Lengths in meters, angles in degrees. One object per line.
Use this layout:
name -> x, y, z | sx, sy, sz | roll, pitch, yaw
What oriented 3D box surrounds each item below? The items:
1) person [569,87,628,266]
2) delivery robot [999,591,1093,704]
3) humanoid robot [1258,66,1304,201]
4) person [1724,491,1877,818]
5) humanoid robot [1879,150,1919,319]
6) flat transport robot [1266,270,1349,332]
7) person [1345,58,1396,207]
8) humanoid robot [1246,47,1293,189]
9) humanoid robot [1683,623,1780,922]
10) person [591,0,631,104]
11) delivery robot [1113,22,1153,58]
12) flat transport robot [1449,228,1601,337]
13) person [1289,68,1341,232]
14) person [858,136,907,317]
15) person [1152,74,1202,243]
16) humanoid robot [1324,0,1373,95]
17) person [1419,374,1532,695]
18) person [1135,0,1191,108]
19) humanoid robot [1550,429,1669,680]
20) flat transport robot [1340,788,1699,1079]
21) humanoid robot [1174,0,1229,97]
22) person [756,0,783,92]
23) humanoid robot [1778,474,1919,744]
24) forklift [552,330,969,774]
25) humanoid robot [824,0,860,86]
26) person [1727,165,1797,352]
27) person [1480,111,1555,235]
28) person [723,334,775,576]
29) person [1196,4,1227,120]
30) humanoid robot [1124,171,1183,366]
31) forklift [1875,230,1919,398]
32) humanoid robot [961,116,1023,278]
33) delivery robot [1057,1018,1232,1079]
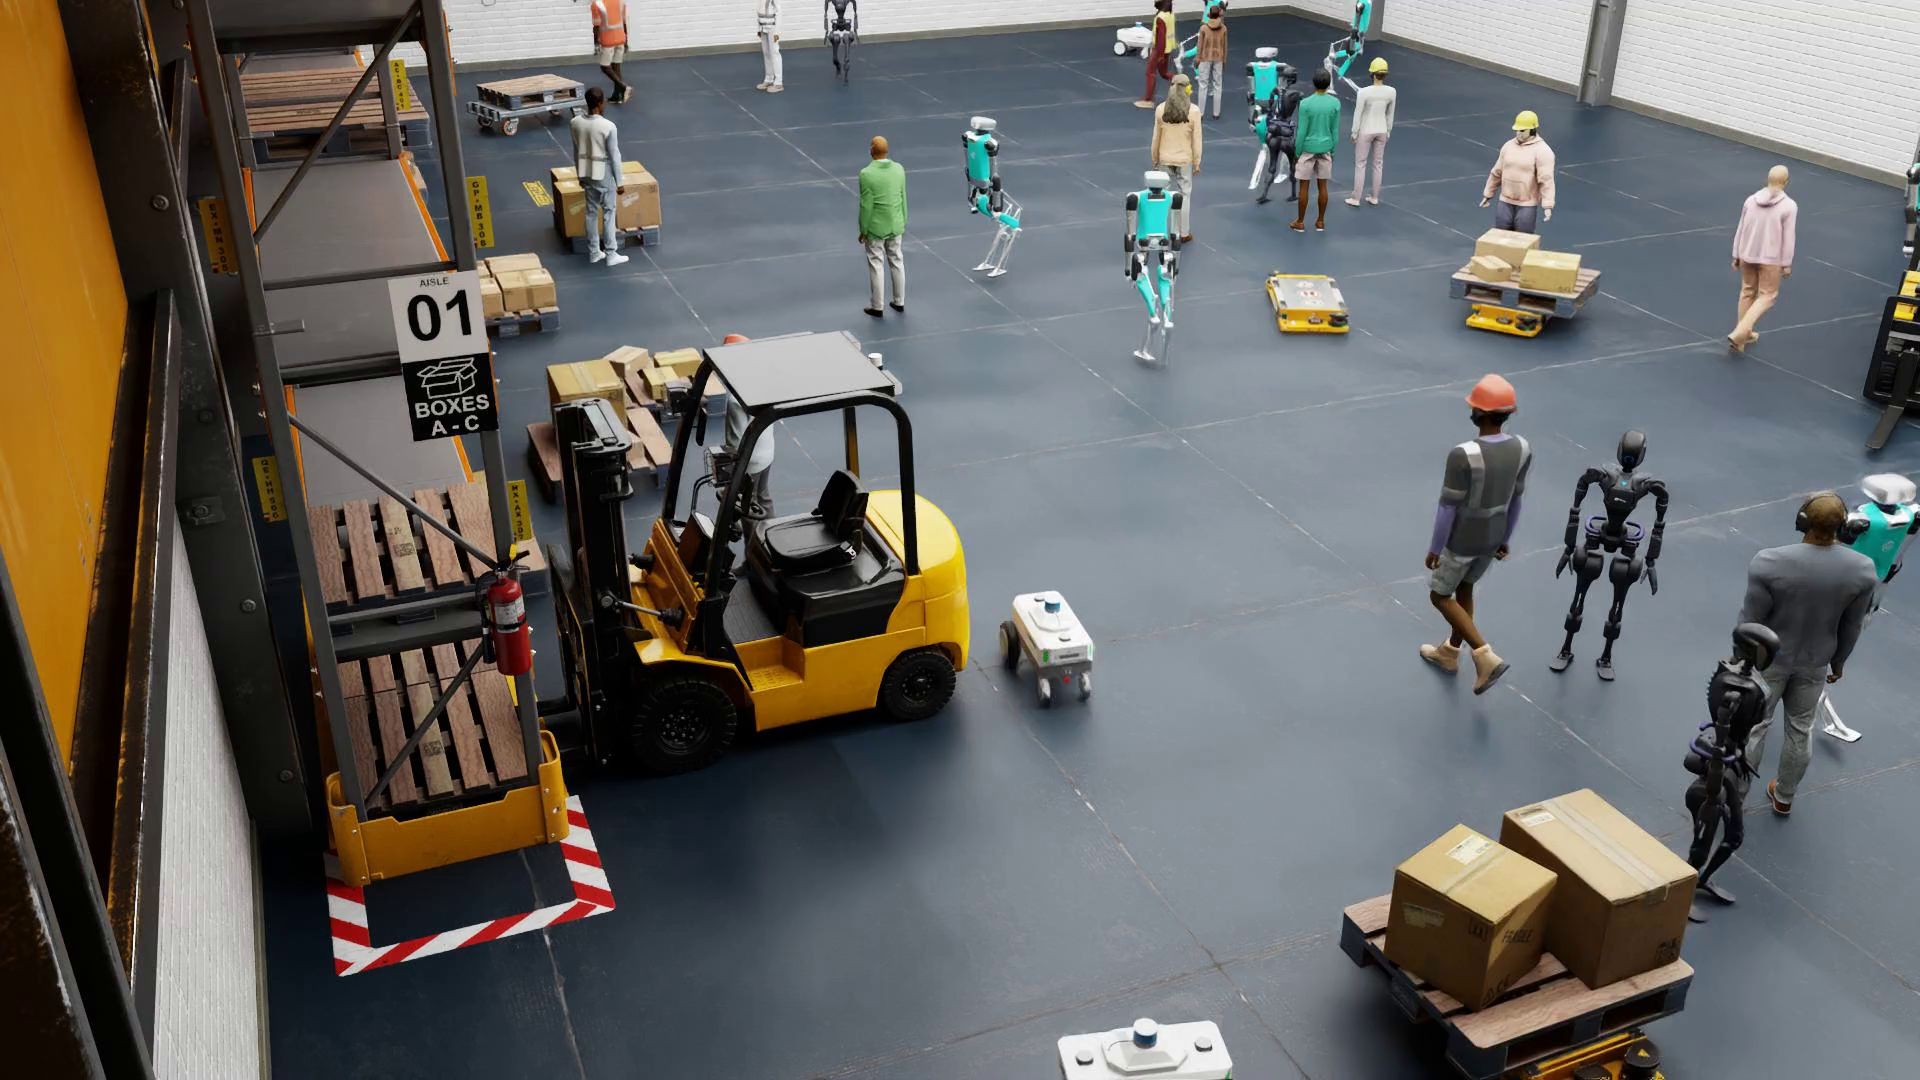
person -> -3.898, -3.912, 17.949 | 0.594, 1.909, 0.410 | 13, 29, 24
delivery robot -> 0.567, 0.620, 10.441 | 0.499, 0.598, 0.777 | -7, 27, -13
humanoid robot -> 3.944, -4.952, 20.303 | 0.608, 1.649, 0.598 | -23, 35, -38
person -> 4.427, 0.625, 8.888 | 0.630, 1.940, 0.372 | 3, 27, 6
humanoid robot -> 9.463, -2.859, 16.057 | 0.537, 1.773, 0.856 | -15, 30, -27
flat transport robot -> 3.492, -2.404, 16.769 | 0.659, 0.231, 1.431 | 2, 27, 3
person -> 4.979, -4.928, 20.131 | 0.527, 1.760, 0.330 | -8, 28, -15
humanoid robot -> 3.960, -5.358, 21.046 | 0.573, 1.788, 0.880 | 16, 31, 29
humanoid robot -> 3.727, 1.138, 8.146 | 0.312, 1.648, 0.611 | 19, 32, 32
person -> -5.227, -7.526, 25.096 | 0.653, 1.944, 0.611 | 22, 34, 36
delivery robot -> 3.077, -8.720, 29.020 | 0.771, 0.600, 0.504 | 16, 31, 28
flat transport robot -> 5.636, -2.359, 16.680 | 0.659, 0.231, 1.431 | 16, 31, 29
person -> 4.089, -4.464, 19.107 | 0.505, 1.849, 0.390 | -3, 27, -6
person -> -0.771, -3.098, 16.464 | 0.548, 1.782, 0.383 | -18, 32, -31
person -> 2.428, -4.276, 18.706 | 0.563, 1.873, 0.390 | 9, 28, 17
humanoid robot -> 5.897, -7.549, 25.379 | 1.034, 1.729, 0.560 | 14, 30, 26
person -> 3.144, 0.000, 10.031 | 0.609, 2.028, 0.704 | -14, 30, -26
person -> 3.081, -7.366, 25.000 | 0.769, 1.744, 0.471 | 12, 29, 23
humanoid robot -> 4.006, 0.090, 10.229 | 0.599, 1.653, 0.315 | 12, 29, 22
flat transport robot -> 2.533, 2.115, 7.780 | 0.659, 0.231, 1.431 | -11, 29, -21
humanoid robot -> 3.638, -7.586, 25.516 | 1.079, 1.761, 0.540 | -12, 29, -23
person -> -3.007, -8.014, 26.132 | 0.350, 1.882, 0.575 | -18, 32, -31
humanoid robot -> 5.029, 0.314, 9.763 | 0.532, 1.737, 0.982 | -7, 28, -14
forklift -> -1.094, 0.010, 9.831 | 2.313, 2.155, 1.214 | -10, 28, -20
humanoid robot -> -1.893, -8.192, 26.736 | 0.586, 1.640, 0.637 | 0, 27, 0
person -> 7.458, -2.605, 15.503 | 0.646, 1.765, 0.555 | -19, 32, -32
person -> 5.792, -3.509, 17.205 | 0.434, 1.855, 0.819 | -21, 33, -35
person -> -1.475, -0.587, 11.519 | 0.351, 1.739, 0.572 | 8, 28, 15
person -> 3.684, -6.989, 24.356 | 0.454, 1.642, 0.318 | -4, 27, -7
humanoid robot -> 1.794, -2.373, 15.150 | 0.539, 1.853, 0.741 | -4, 27, -8
forklift -> 9.029, -2.397, 14.618 | 1.214, 2.155, 2.313 | 18, 32, 32
humanoid robot -> 0.405, -3.608, 17.380 | 0.735, 1.677, 0.533 | -18, 32, -31
delivery robot -> 0.813, 2.305, 7.105 | 0.785, 0.614, 0.510 | -4, 27, -8
